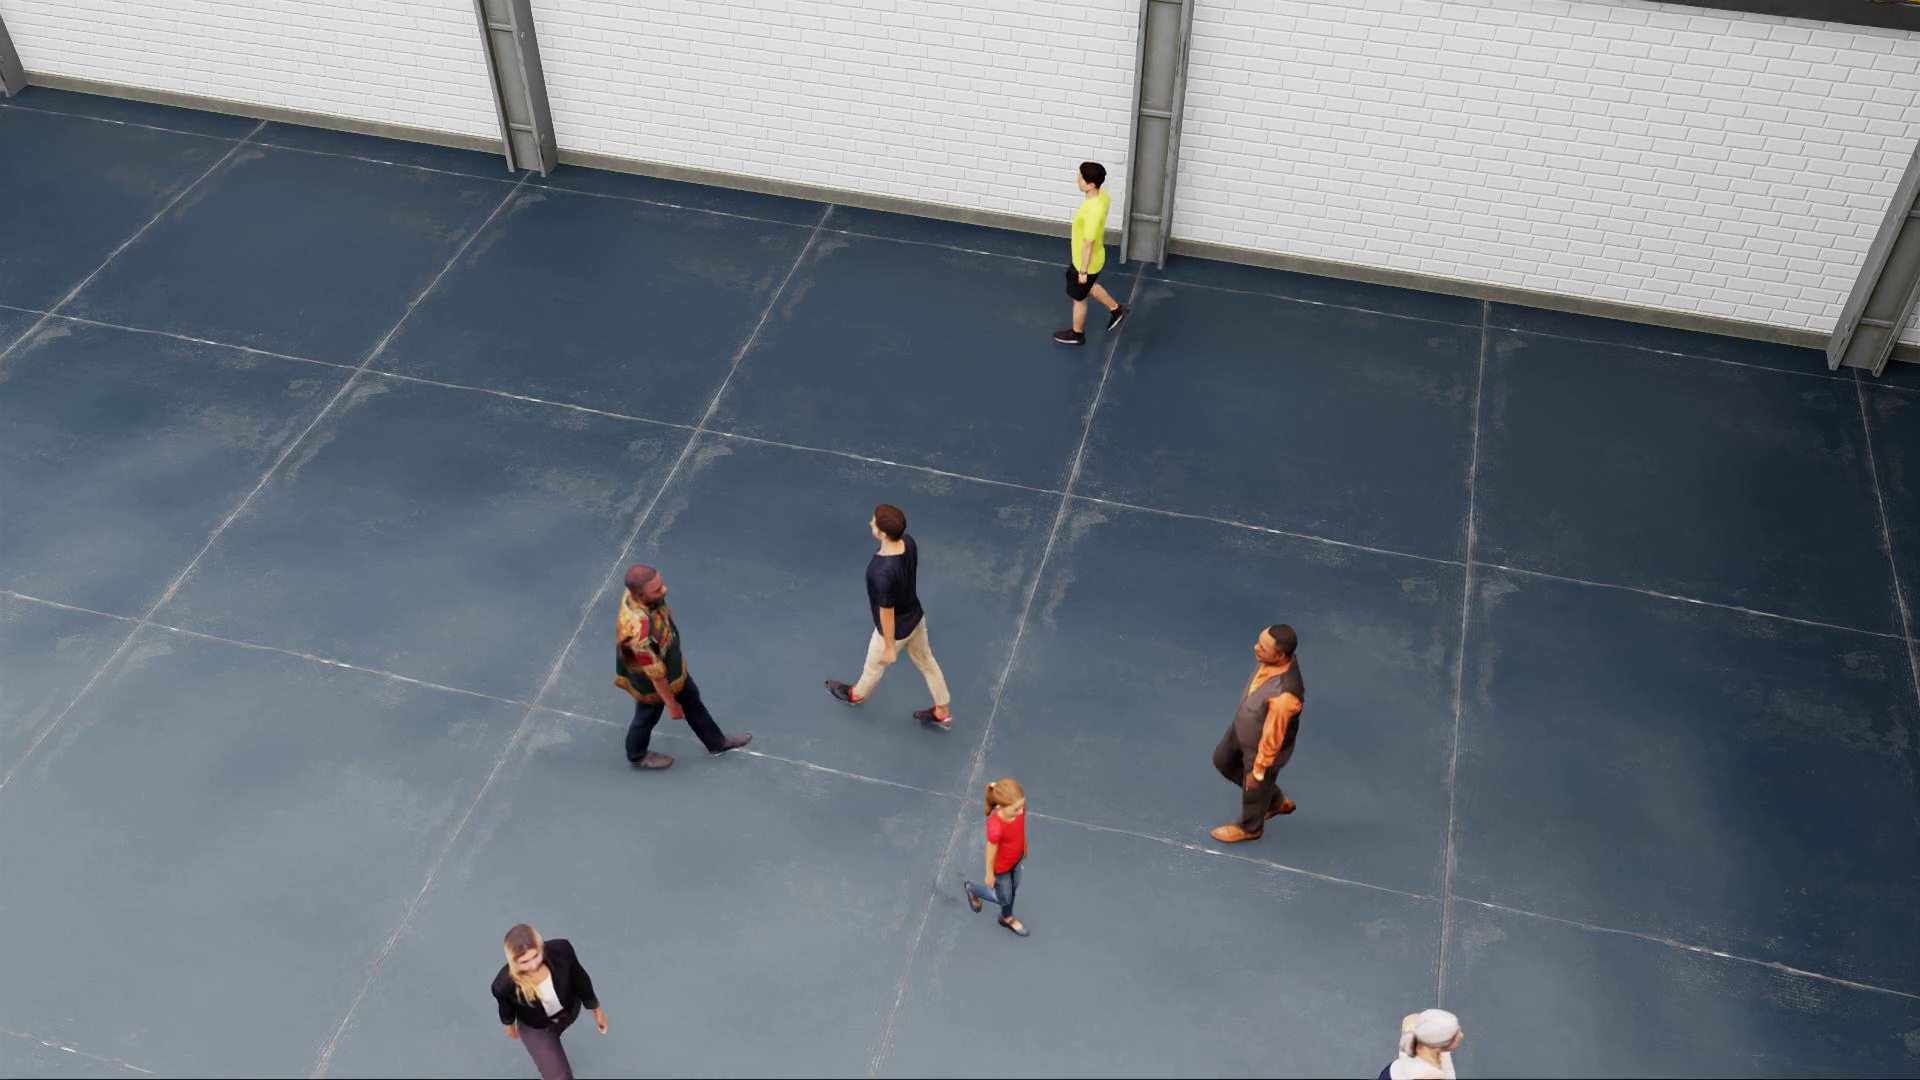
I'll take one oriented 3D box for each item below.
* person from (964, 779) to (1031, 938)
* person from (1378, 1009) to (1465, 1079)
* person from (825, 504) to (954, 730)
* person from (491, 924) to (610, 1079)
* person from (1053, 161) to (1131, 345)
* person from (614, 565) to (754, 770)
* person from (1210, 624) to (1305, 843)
[{"bbox_3d":[0.210,1.787,9.505,0.739,1.303,0.623,28,50,26],"label":"person"},{"bbox_3d":[2.094,2.782,8.180,0.962,1.689,0.784,-3,44,-3],"label":"person"},{"bbox_3d":[-0.302,0.548,10.429,1.163,1.822,0.805,17,46,17],"label":"person"},{"bbox_3d":[-2.164,2.410,8.617,0.943,1.626,1.123,-34,53,-30],"label":"person"},{"bbox_3d":[1.112,-2.307,13.520,0.873,1.693,0.669,6,44,6],"label":"person"},{"bbox_3d":[-1.958,0.820,10.180,1.130,1.772,0.874,0,44,0],"label":"person"},{"bbox_3d":[1.863,1.161,9.729,0.882,1.900,0.831,-2,44,-2],"label":"person"}]
